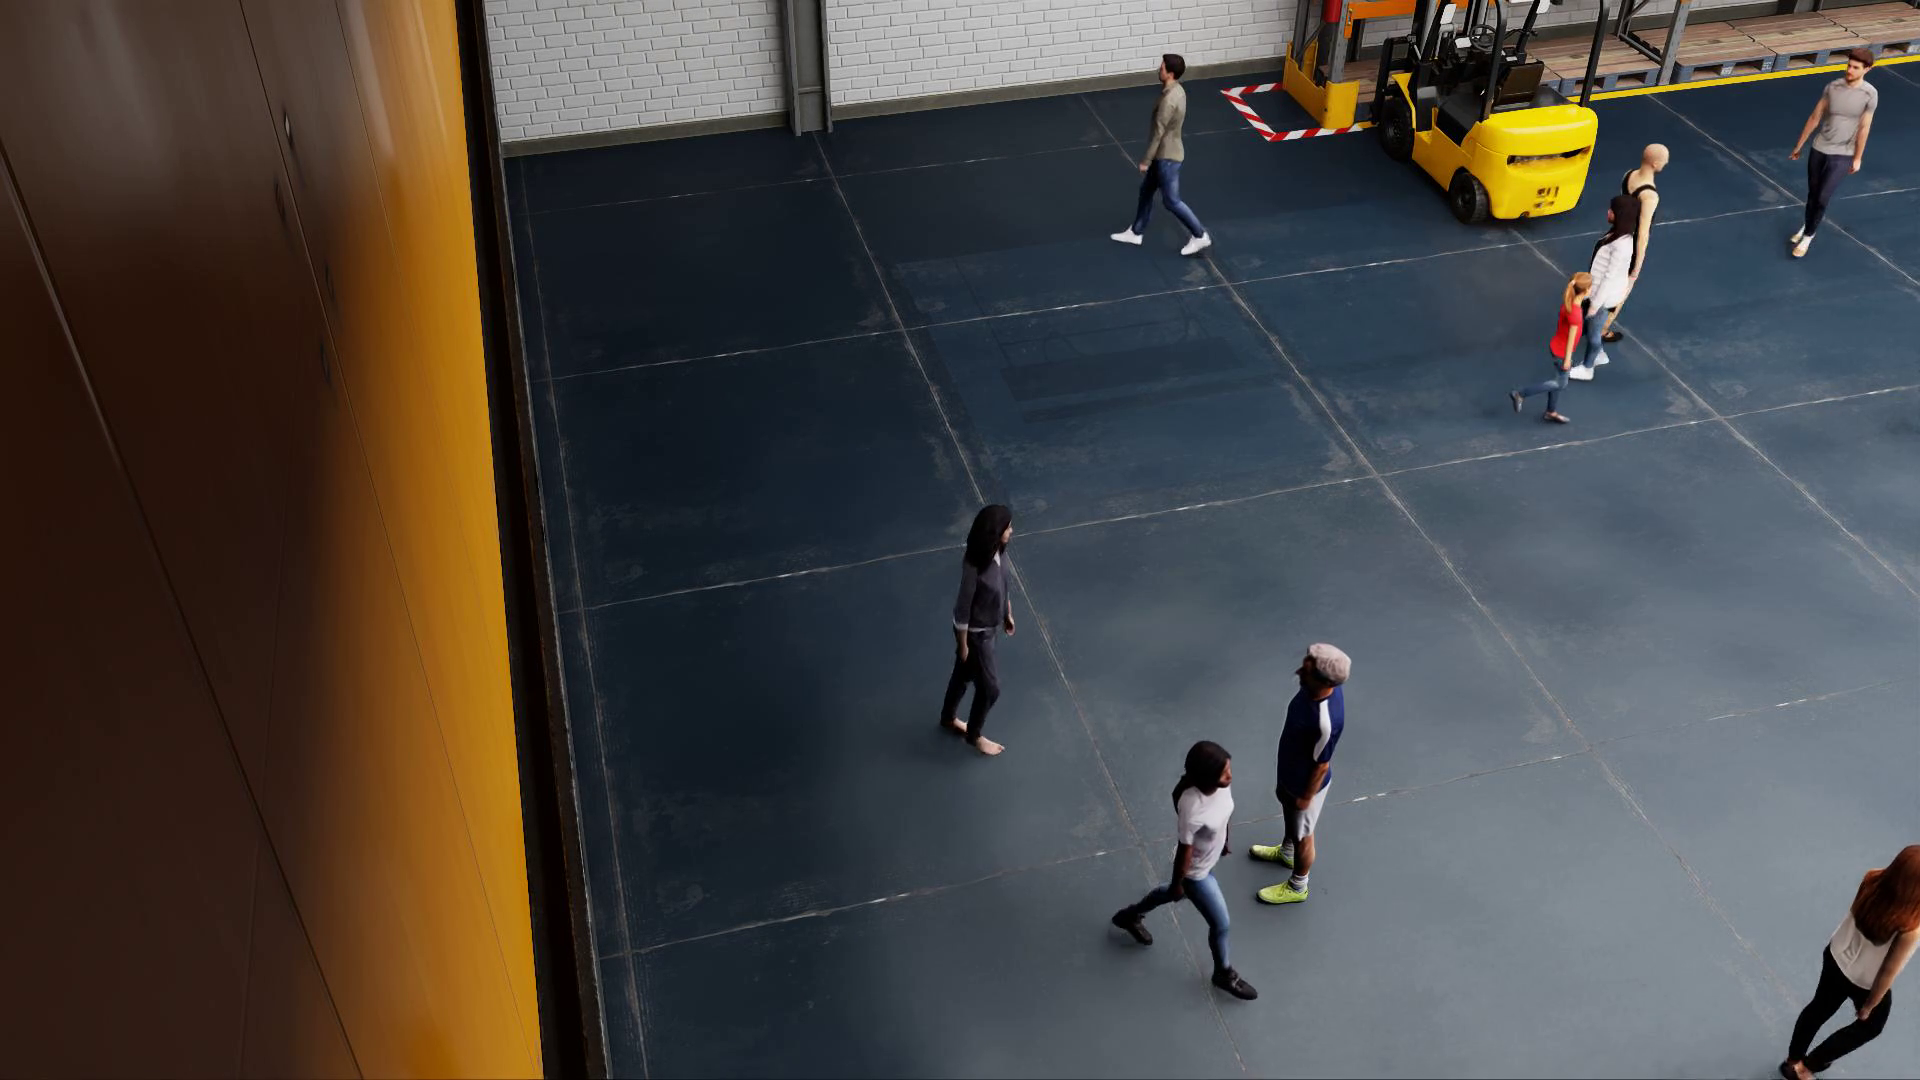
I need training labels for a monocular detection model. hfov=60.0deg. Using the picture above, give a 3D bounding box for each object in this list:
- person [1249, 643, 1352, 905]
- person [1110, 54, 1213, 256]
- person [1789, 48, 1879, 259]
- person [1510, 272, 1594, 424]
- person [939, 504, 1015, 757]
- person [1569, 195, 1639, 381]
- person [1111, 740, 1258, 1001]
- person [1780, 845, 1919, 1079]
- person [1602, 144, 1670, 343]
[{"bbox_3d":[1.869,1.248,9.032,0.655,1.840,0.695,1,39,1],"label":"person"},{"bbox_3d":[1.935,-3.398,14.847,1.286,1.844,1.045,6,39,8],"label":"person"},{"bbox_3d":[7.909,-3.536,14.994,0.969,1.876,0.883,-28,46,-30],"label":"person"},{"bbox_3d":[4.594,-1.466,12.875,0.806,1.286,0.676,10,40,12],"label":"person"},{"bbox_3d":[0.052,0.541,10.006,0.856,1.729,0.795,22,44,25],"label":"person"},{"bbox_3d":[5.207,-1.986,13.250,0.737,1.631,0.730,7,39,9],"label":"person"},{"bbox_3d":[1.165,1.655,8.651,1.143,1.680,1.068,19,42,22],"label":"person"},{"bbox_3d":[4.285,2.098,8.069,0.624,1.714,0.594,-6,39,-7],"label":"person"},{"bbox_3d":[5.383,-2.407,13.639,0.753,1.802,0.711,-5,39,-6],"label":"person"}]
